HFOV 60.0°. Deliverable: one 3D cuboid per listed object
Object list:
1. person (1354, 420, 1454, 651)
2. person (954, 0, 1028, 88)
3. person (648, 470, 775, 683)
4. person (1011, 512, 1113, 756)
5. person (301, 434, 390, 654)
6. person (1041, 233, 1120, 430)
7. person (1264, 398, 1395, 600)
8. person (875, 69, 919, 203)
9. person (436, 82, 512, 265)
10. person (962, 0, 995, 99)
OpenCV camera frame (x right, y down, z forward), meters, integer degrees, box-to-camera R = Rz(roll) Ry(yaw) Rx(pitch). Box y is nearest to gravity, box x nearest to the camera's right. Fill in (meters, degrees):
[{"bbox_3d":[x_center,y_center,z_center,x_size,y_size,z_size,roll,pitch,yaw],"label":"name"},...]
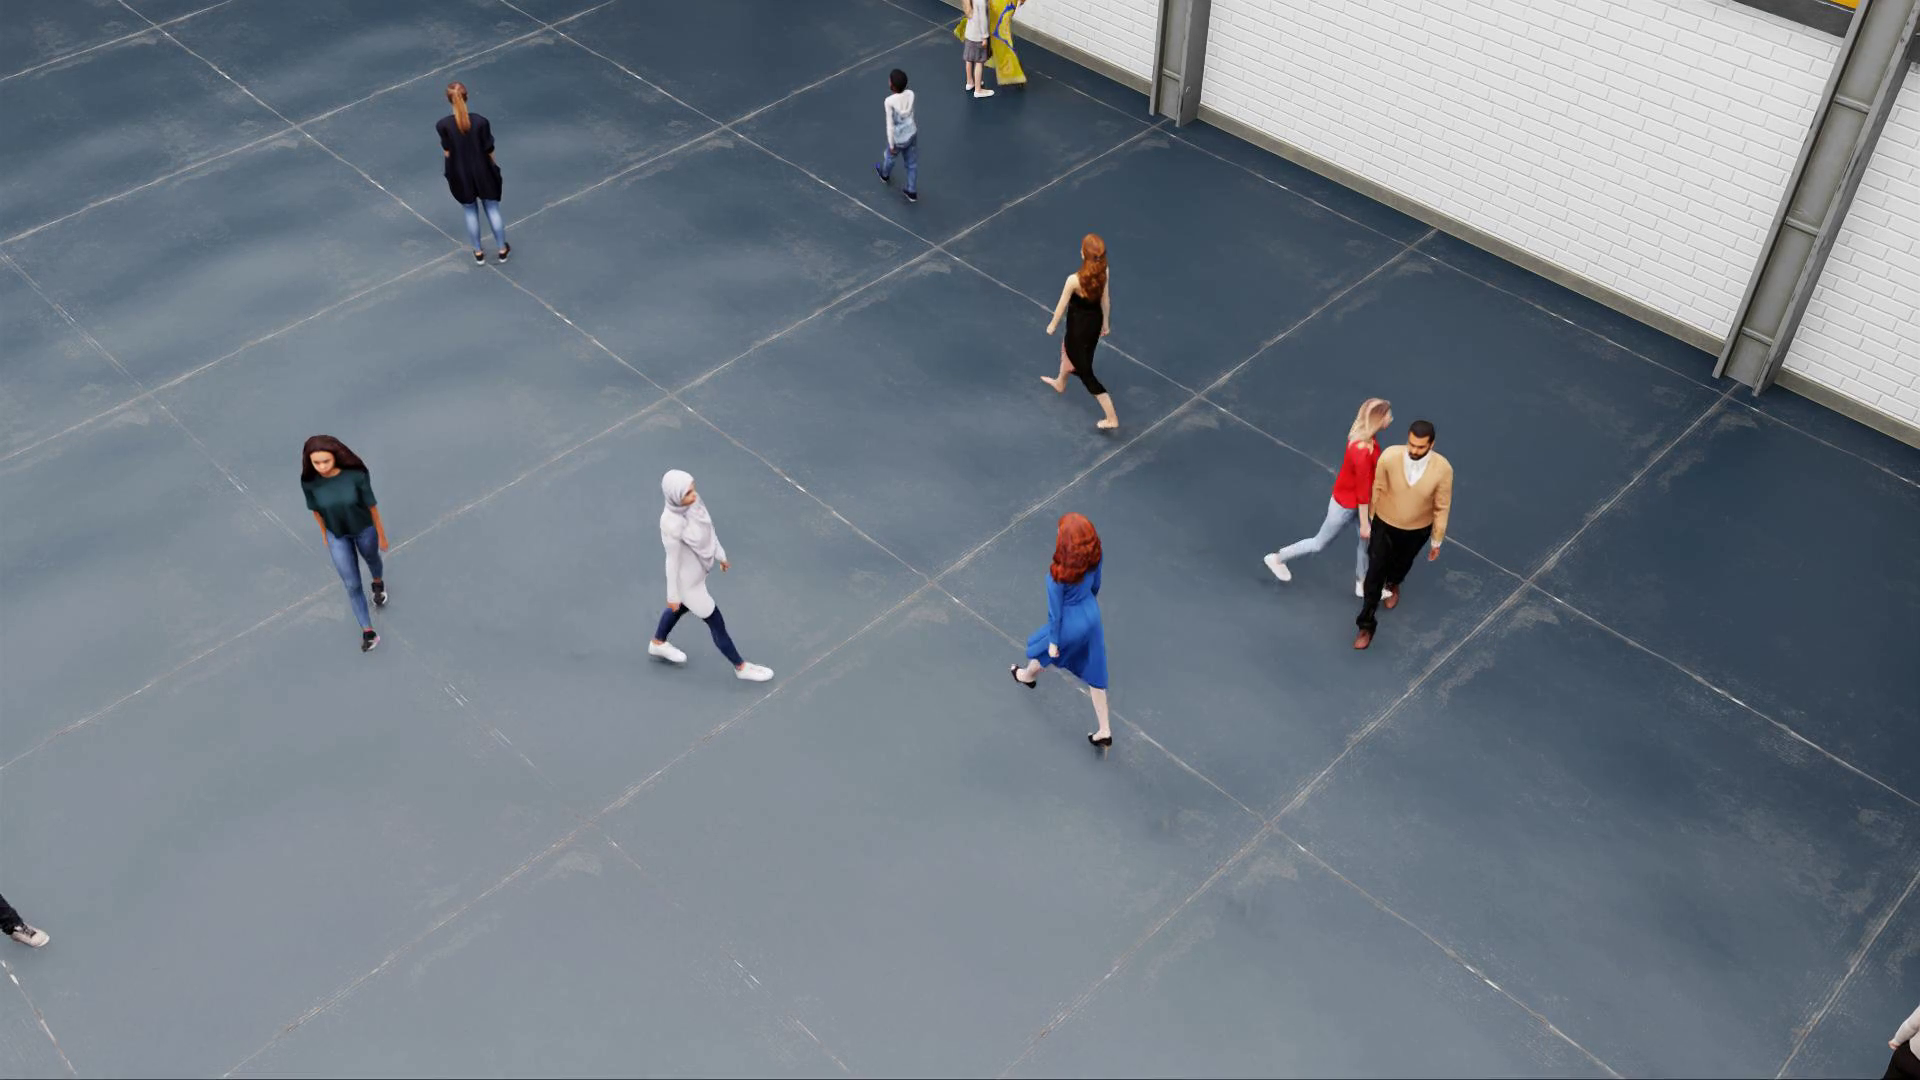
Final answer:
[{"bbox_3d":[2.963,-0.147,11.060,1.172,1.711,1.063,13,45,13],"label":"person"},{"bbox_3d":[0.448,-5.293,16.552,0.724,1.586,1.281,-32,52,-29],"label":"person"},{"bbox_3d":[-1.795,0.232,10.654,1.219,1.722,1.017,10,45,10],"label":"person"},{"bbox_3d":[0.754,0.621,10.214,0.739,1.765,1.187,-28,50,-26],"label":"person"},{"bbox_3d":[-4.054,-0.110,11.115,0.929,1.580,1.124,-11,45,-11],"label":"person"},{"bbox_3d":[0.998,-1.540,12.618,0.581,1.579,1.112,-33,53,-30],"label":"person"},{"bbox_3d":[2.544,-0.250,11.196,1.225,1.673,0.960,14,45,14],"label":"person"},{"bbox_3d":[-0.500,-3.646,15.081,0.625,1.230,0.877,-21,47,-20],"label":"person"},{"bbox_3d":[-4.158,-3.123,14.203,0.720,1.683,0.737,-9,44,-9],"label":"person"},{"bbox_3d":[0.168,-5.042,16.513,0.632,1.277,0.545,-17,46,-17],"label":"person"}]
